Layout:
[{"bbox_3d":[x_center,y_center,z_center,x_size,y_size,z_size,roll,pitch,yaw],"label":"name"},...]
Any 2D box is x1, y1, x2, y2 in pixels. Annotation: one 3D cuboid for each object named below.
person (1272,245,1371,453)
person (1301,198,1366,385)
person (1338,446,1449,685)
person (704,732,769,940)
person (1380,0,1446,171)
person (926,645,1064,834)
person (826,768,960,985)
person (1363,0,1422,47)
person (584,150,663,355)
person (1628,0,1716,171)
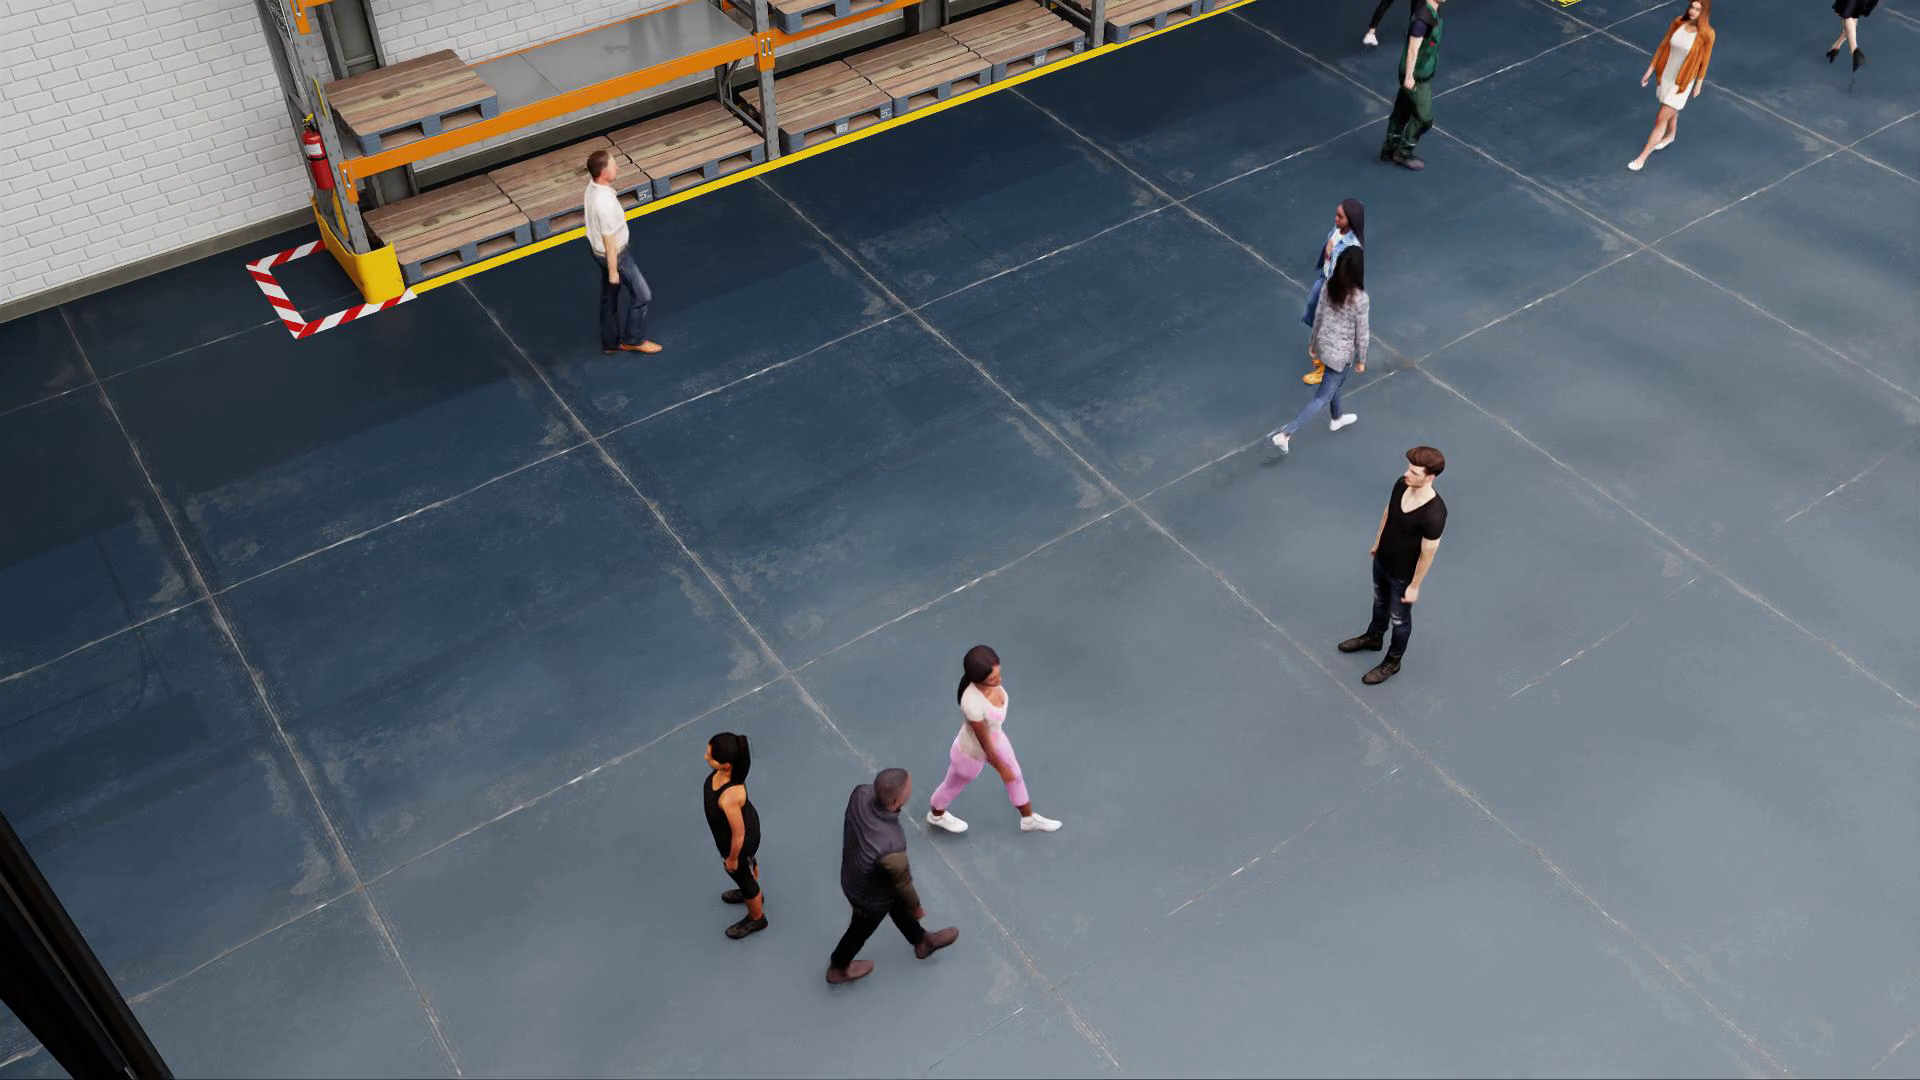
[{"bbox_3d":[2.746,-1.380,12.459,1.134,1.697,0.645,-22,48,-21],"label":"person"},{"bbox_3d":[3.032,-1.938,13.043,0.771,1.700,0.734,-7,44,-7],"label":"person"},{"bbox_3d":[2.849,0.143,10.717,0.669,1.897,0.724,-14,45,-15],"label":"person"},{"bbox_3d":[-1.250,1.629,9.327,0.637,1.661,0.648,-7,44,-8],"label":"person"},{"bbox_3d":[4.147,-4.359,15.444,0.899,1.893,0.821,12,45,13],"label":"person"},{"bbox_3d":[0.007,1.214,9.736,1.081,1.699,1.064,10,45,10],"label":"person"},{"bbox_3d":[-0.550,1.884,8.967,1.141,1.788,0.917,-14,45,-14],"label":"person"},{"bbox_3d":[4.564,-5.897,17.224,1.146,1.666,0.715,-33,53,-30],"label":"person"},{"bbox_3d":[-2.875,-2.246,13.264,0.812,1.841,0.774,-12,45,-12],"label":"person"},{"bbox_3d":[6.747,-4.335,15.579,1.093,1.674,0.598,-26,49,-24],"label":"person"}]
